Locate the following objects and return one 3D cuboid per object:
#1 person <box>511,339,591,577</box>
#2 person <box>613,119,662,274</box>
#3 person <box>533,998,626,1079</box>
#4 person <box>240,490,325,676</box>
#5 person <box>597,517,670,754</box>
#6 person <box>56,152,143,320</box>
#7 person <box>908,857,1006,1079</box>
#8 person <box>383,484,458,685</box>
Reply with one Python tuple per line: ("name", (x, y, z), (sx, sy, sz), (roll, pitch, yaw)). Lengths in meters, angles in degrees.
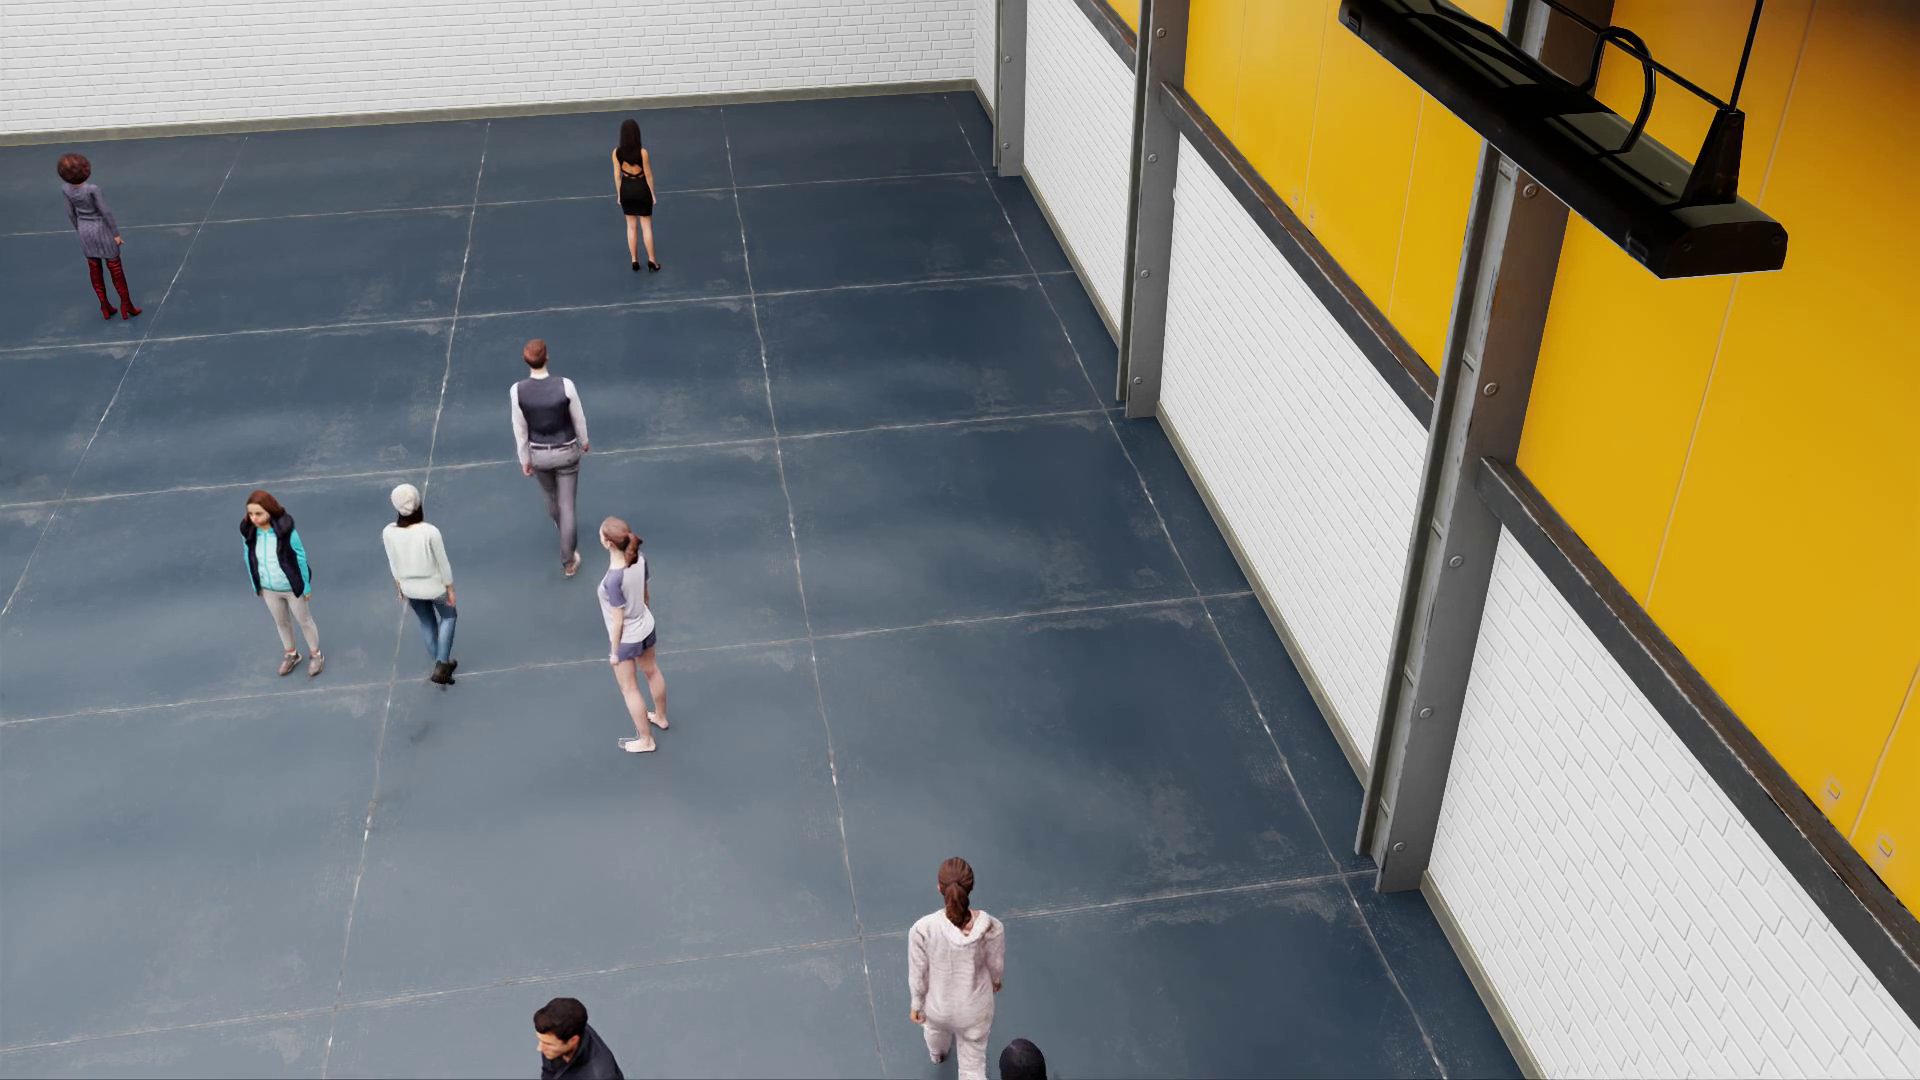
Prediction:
("person", (-3.083, -0.595, 12.602), (0.754, 1.908, 1.067), (-1, 34, -2))
("person", (-3.373, -3.567, 17.311), (0.608, 1.644, 0.563), (3, 34, 4))
("person", (-1.653, 2.727, 7.590), (0.929, 1.924, 0.783), (-21, 39, -29))
("person", (-4.738, 0.289, 11.640), (0.624, 1.500, 0.638), (2, 34, 3))
("person", (-2.147, 0.608, 10.912), (0.734, 1.775, 0.647), (14, 36, 20))
("person", (-8.508, -2.991, 16.384), (0.637, 1.712, 0.613), (3, 34, 5))
("person", (-0.007, 2.379, 8.366), (0.749, 1.644, 1.106), (-1, 34, -1))
("person", (-3.696, 0.366, 11.401), (0.643, 1.637, 0.764), (1, 34, 1))
